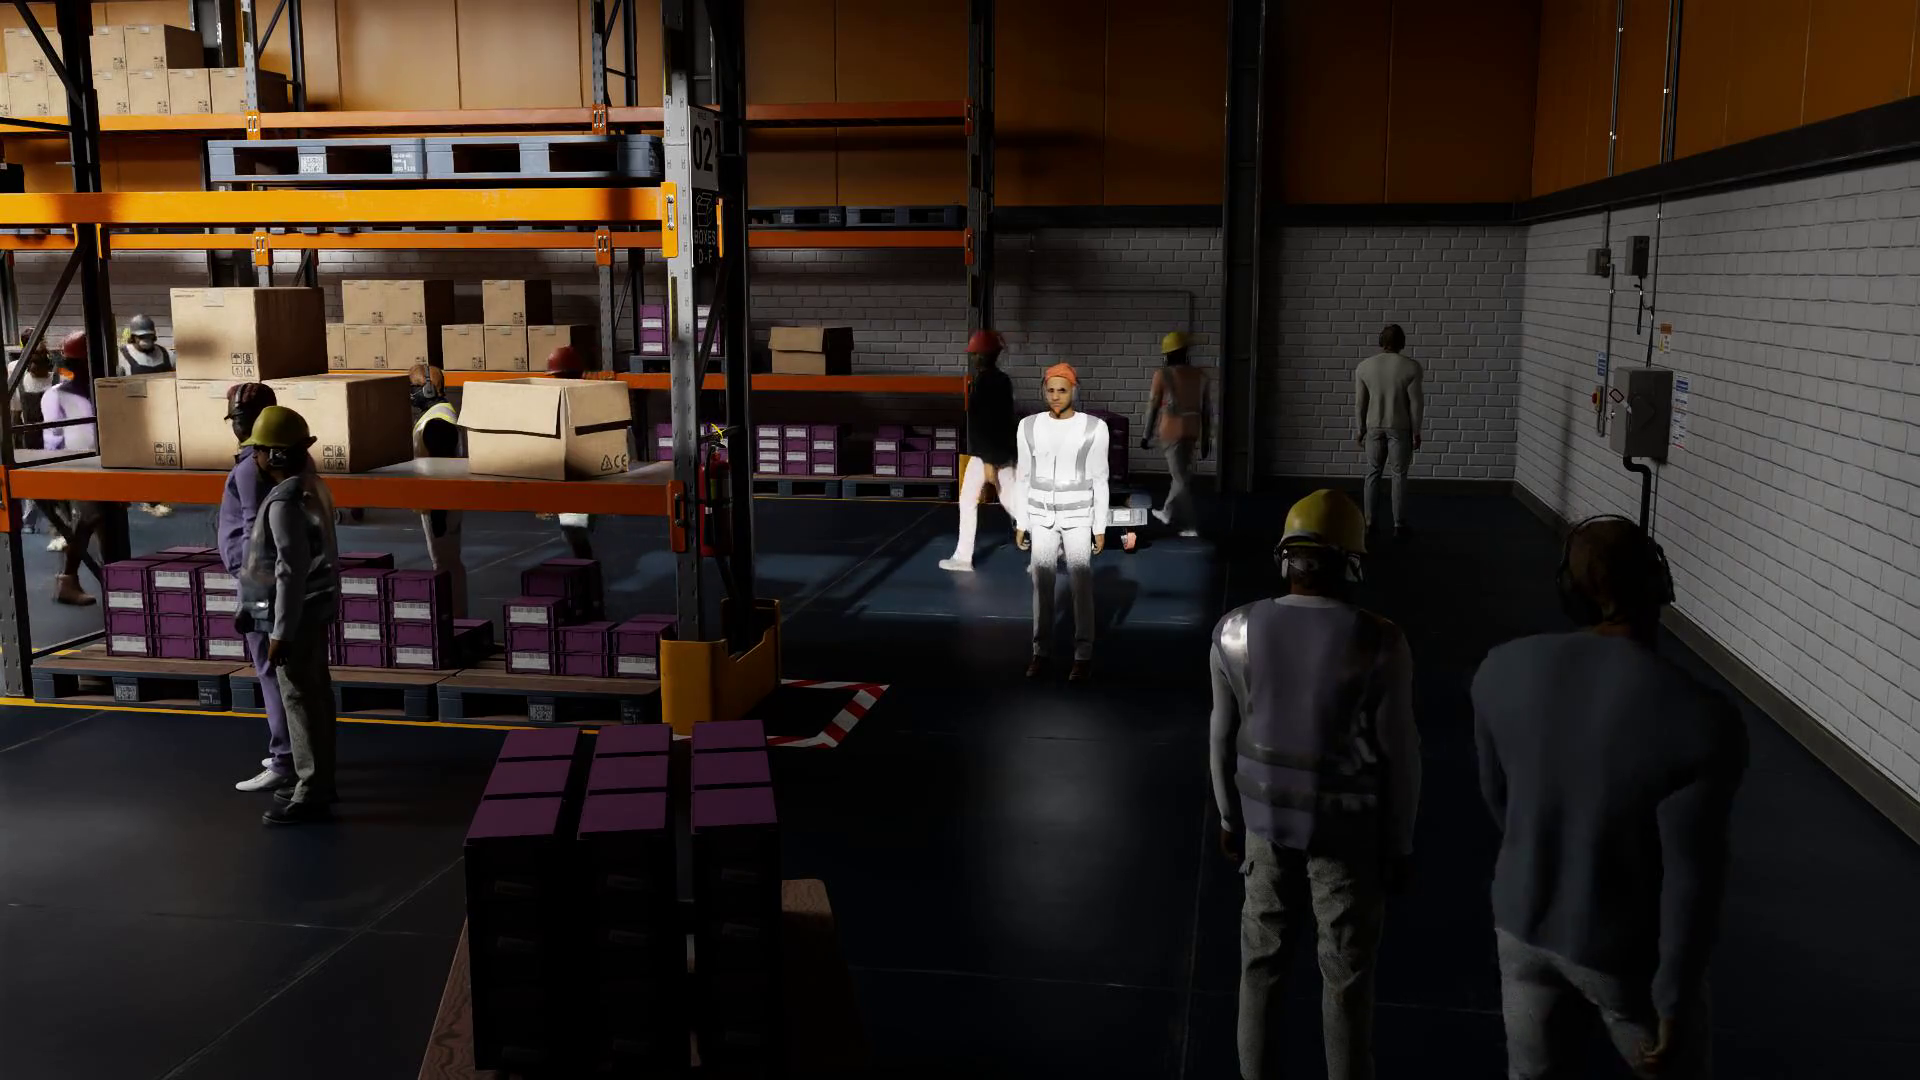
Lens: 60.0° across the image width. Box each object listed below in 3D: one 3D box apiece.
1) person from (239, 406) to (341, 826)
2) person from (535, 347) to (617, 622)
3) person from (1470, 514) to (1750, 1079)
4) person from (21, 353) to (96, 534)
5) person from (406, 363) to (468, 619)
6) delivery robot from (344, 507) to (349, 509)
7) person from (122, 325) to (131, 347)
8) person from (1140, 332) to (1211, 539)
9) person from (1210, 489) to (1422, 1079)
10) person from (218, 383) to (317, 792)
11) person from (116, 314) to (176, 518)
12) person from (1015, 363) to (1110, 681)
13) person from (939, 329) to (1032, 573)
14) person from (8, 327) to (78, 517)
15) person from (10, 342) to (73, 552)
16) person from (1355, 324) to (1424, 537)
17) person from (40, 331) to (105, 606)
[{"bbox_3d":[-2.928,0.328,7.295,0.403,1.833,0.586,-2,9,-11],"label":"person"},{"bbox_3d":[-2.649,-0.340,11.211,0.799,1.902,0.565,7,11,36],"label":"person"},{"bbox_3d":[1.433,0.880,3.710,0.769,1.887,0.632,-9,13,-43],"label":"person"},{"bbox_3d":[-8.294,-0.895,15.253,0.933,1.718,0.522,2,9,13],"label":"person"},{"bbox_3d":[-3.360,-0.214,10.680,0.430,1.835,0.621,-4,10,-21],"label":"person"},{"bbox_3d":[-6.142,-0.499,16.067,0.707,0.478,0.477,4,10,27],"label":"delivery robot"},{"bbox_3d":[-8.962,-1.422,18.153,0.403,1.833,0.591,8,12,41],"label":"person"},{"bbox_3d":[1.985,-0.970,15.289,0.577,1.856,0.992,-5,10,-27],"label":"person"},{"bbox_3d":[0.981,0.769,4.585,0.588,1.824,0.403,6,11,33],"label":"person"},{"bbox_3d":[-3.234,0.218,7.772,0.406,1.902,0.636,0,9,-3],"label":"person"},{"bbox_3d":[-7.939,-1.245,16.406,0.880,2.000,0.677,6,11,35],"label":"person"},{"bbox_3d":[0.600,-0.104,9.841,0.576,1.878,0.351,3,10,20],"label":"person"},{"bbox_3d":[0.324,-0.699,13.270,0.959,1.964,0.600,5,10,29],"label":"person"},{"bbox_3d":[-9.017,-1.144,16.309,0.519,1.874,0.327,0,9,0],"label":"person"},{"bbox_3d":[-7.834,-0.789,14.255,0.567,1.816,0.492,-1,9,-9],"label":"person"},{"bbox_3d":[3.915,-0.997,15.188,0.627,1.940,0.372,5,10,29],"label":"person"},{"bbox_3d":[-6.126,-0.479,11.819,1.045,1.987,0.631,3,10,17],"label":"person"}]
